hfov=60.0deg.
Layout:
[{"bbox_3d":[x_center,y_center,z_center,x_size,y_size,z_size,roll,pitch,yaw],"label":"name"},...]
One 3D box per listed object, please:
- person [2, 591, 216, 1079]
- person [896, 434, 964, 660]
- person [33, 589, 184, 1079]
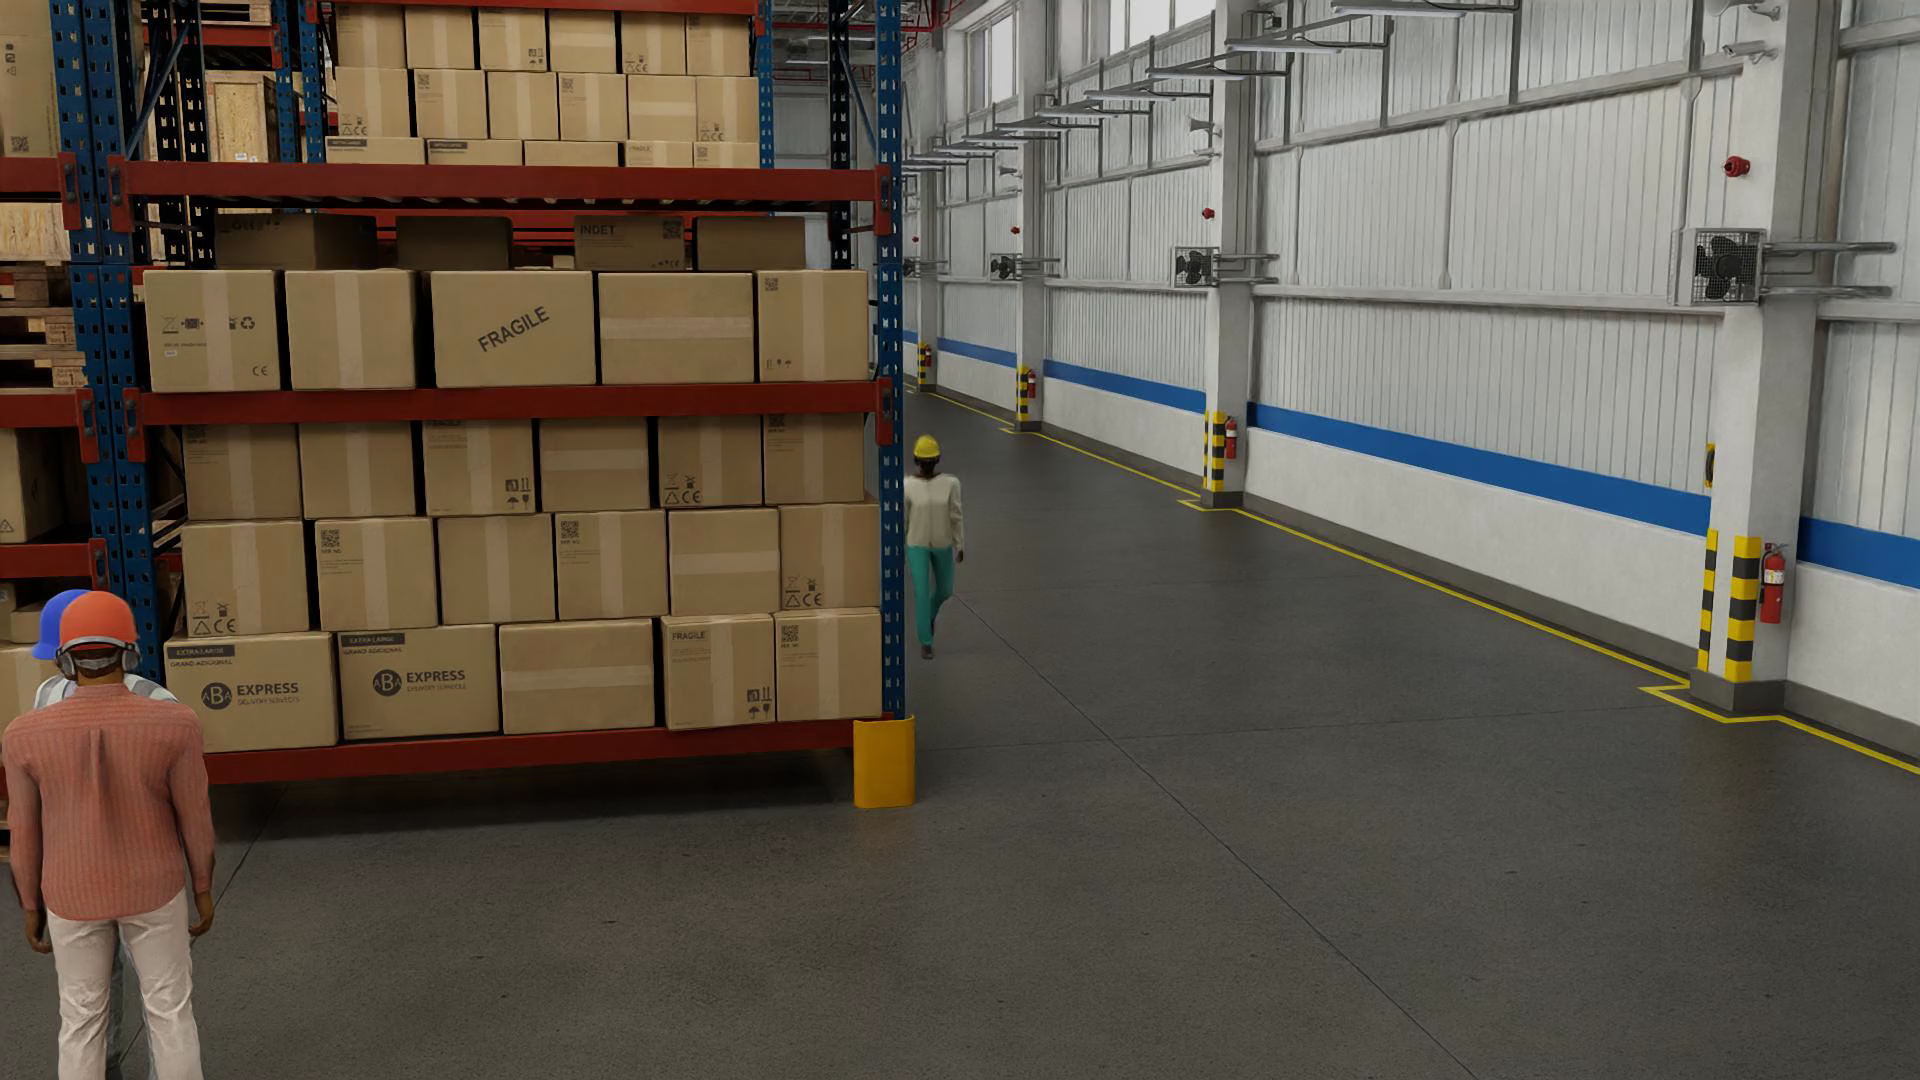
[{"bbox_3d":[-2.788,1.153,5.512,0.611,1.985,0.414,-3,10,-18],"label":"person"},{"bbox_3d":[-0.256,0.025,13.074,0.522,1.752,0.626,-2,10,-14],"label":"person"},{"bbox_3d":[-3.007,1.116,5.867,0.604,1.937,0.402,3,10,15],"label":"person"}]
